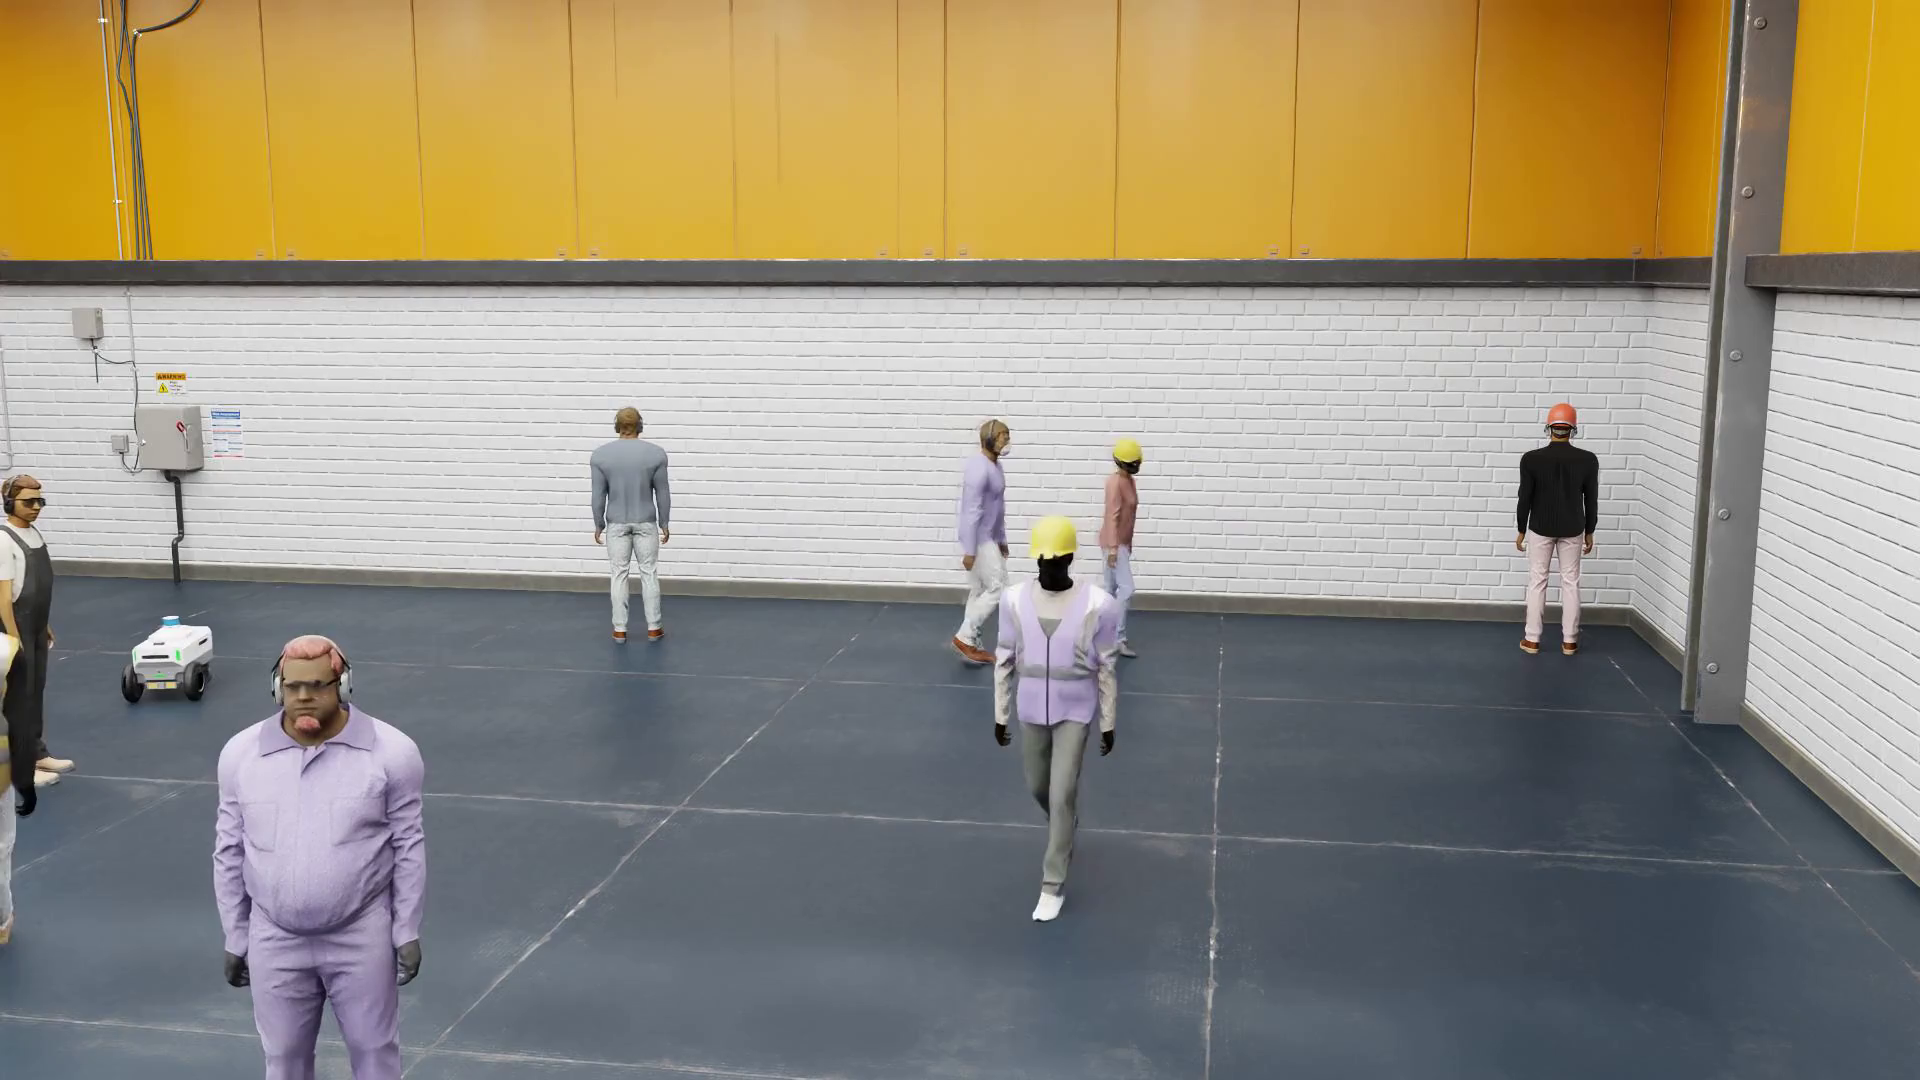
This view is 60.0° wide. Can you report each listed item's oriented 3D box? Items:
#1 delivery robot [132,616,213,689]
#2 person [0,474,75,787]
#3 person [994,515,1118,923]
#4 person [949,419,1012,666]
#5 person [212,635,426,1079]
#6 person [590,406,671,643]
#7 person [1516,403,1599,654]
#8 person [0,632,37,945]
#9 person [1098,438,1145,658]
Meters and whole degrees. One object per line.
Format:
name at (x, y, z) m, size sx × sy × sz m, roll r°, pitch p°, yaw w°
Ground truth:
delivery robot at (-5.634, 0.788, 11.917) m, size 0.477 × 0.478 × 0.707 m, roll -1°, pitch 9°, yaw -6°
person at (-5.523, 0.528, 9.848) m, size 0.342 × 1.842 × 0.506 m, roll -1°, pitch 9°, yaw -8°
person at (0.476, 0.795, 8.057) m, size 0.598 × 1.899 × 0.884 m, roll 3°, pitch 10°, yaw 20°
person at (0.188, 0.033, 12.677) m, size 0.453 × 1.921 × 0.643 m, roll 2°, pitch 9°, yaw 9°
person at (-2.016, 1.238, 5.263) m, size 0.641 × 1.912 × 0.410 m, roll -2°, pitch 9°, yaw -10°
person at (-2.681, -0.125, 13.585) m, size 0.634 × 1.936 × 0.351 m, roll -2°, pitch 9°, yaw -10°
person at (4.711, -0.084, 13.153) m, size 0.613 × 1.994 × 0.382 m, roll 2°, pitch 9°, yaw 11°
person at (-4.295, 1.008, 7.074) m, size 0.648 × 1.788 × 0.988 m, roll -5°, pitch 11°, yaw -30°
person at (1.266, 0.053, 13.094) m, size 0.482 × 1.728 × 0.627 m, roll 3°, pitch 10°, yaw 18°
